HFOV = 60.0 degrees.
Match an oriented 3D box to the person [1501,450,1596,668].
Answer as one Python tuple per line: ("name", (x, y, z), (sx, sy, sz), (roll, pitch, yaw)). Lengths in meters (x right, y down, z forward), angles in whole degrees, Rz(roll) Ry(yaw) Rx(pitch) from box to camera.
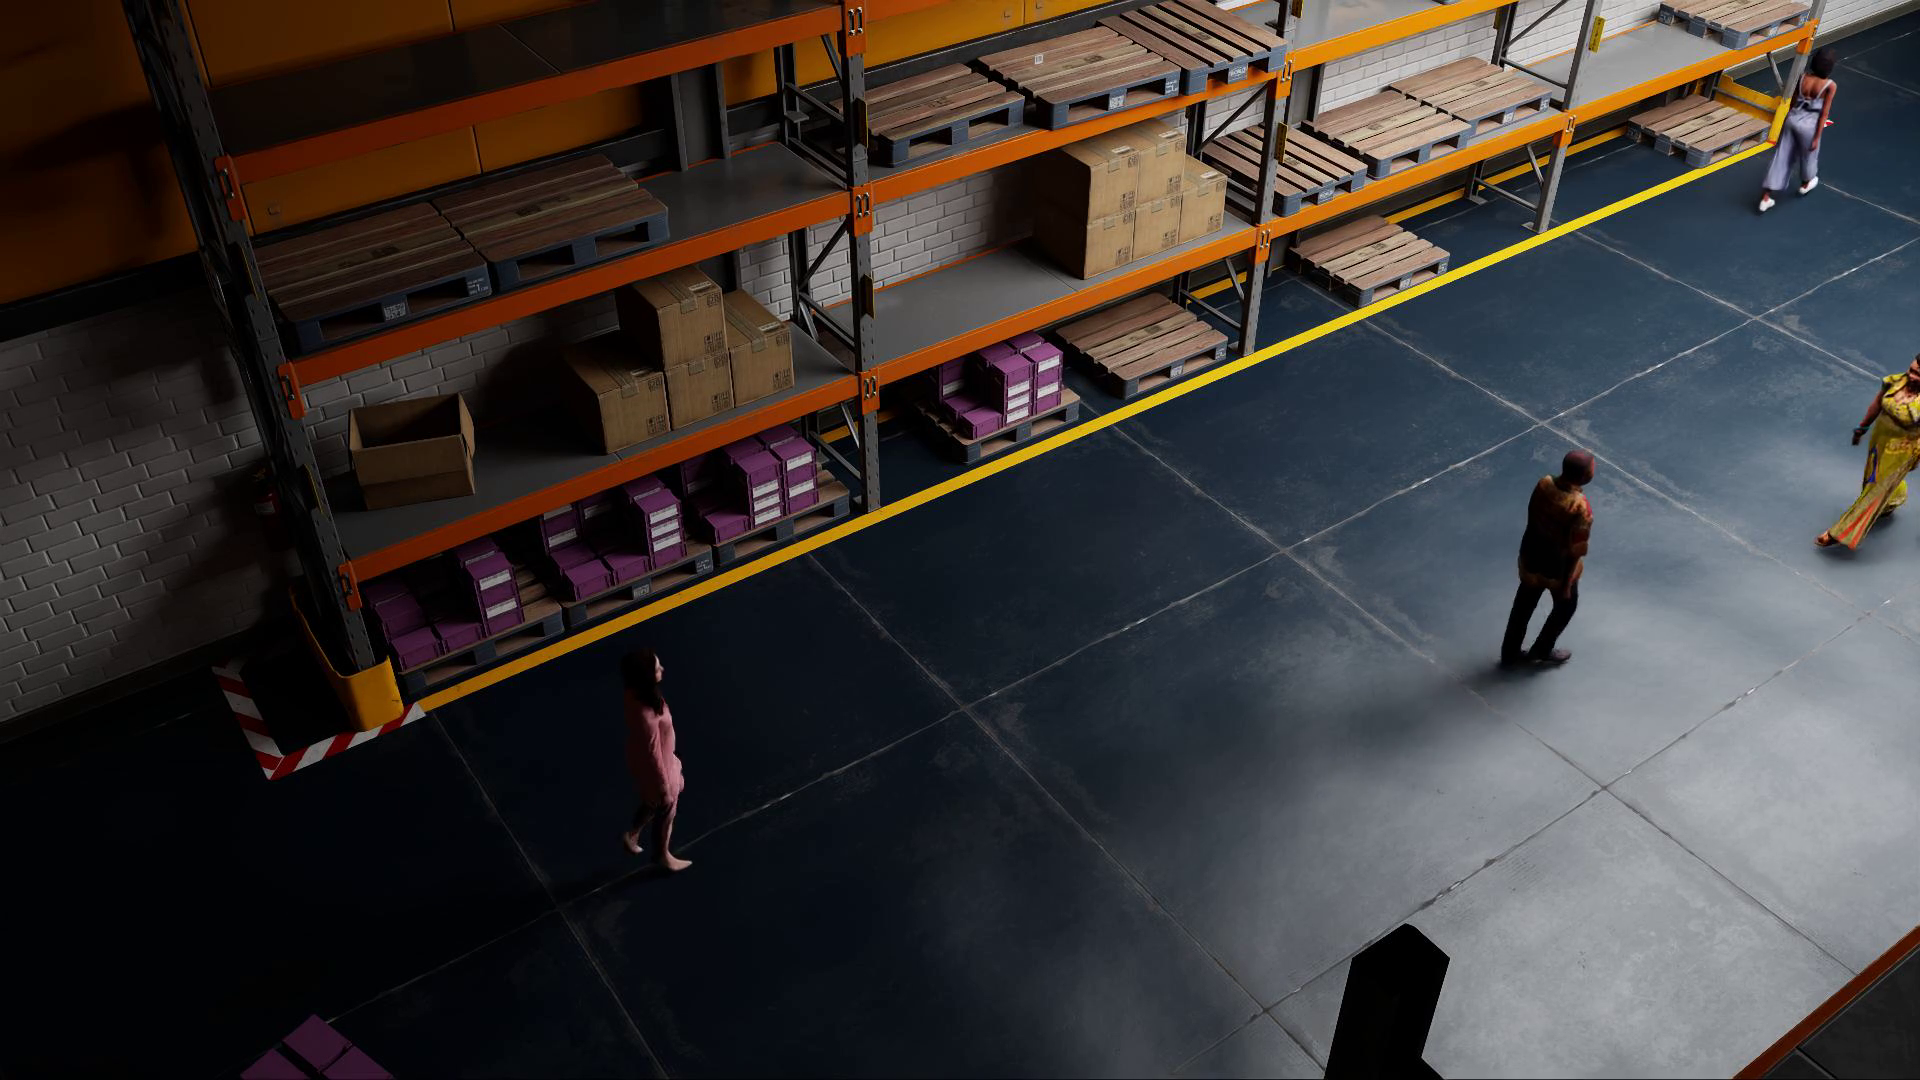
("person", (3.907, 0.170, 11.220), (0.851, 1.797, 0.793), (-13, 41, -16))

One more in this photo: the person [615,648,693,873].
("person", (-1.880, 1.343, 9.758), (0.795, 1.790, 0.725), (-12, 40, -15))

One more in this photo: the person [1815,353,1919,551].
("person", (7.047, -0.711, 12.474), (1.286, 1.609, 0.873), (-16, 41, -19))

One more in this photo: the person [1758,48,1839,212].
("person", (8.364, -4.061, 16.635), (1.099, 1.652, 0.658), (-27, 46, -30))
